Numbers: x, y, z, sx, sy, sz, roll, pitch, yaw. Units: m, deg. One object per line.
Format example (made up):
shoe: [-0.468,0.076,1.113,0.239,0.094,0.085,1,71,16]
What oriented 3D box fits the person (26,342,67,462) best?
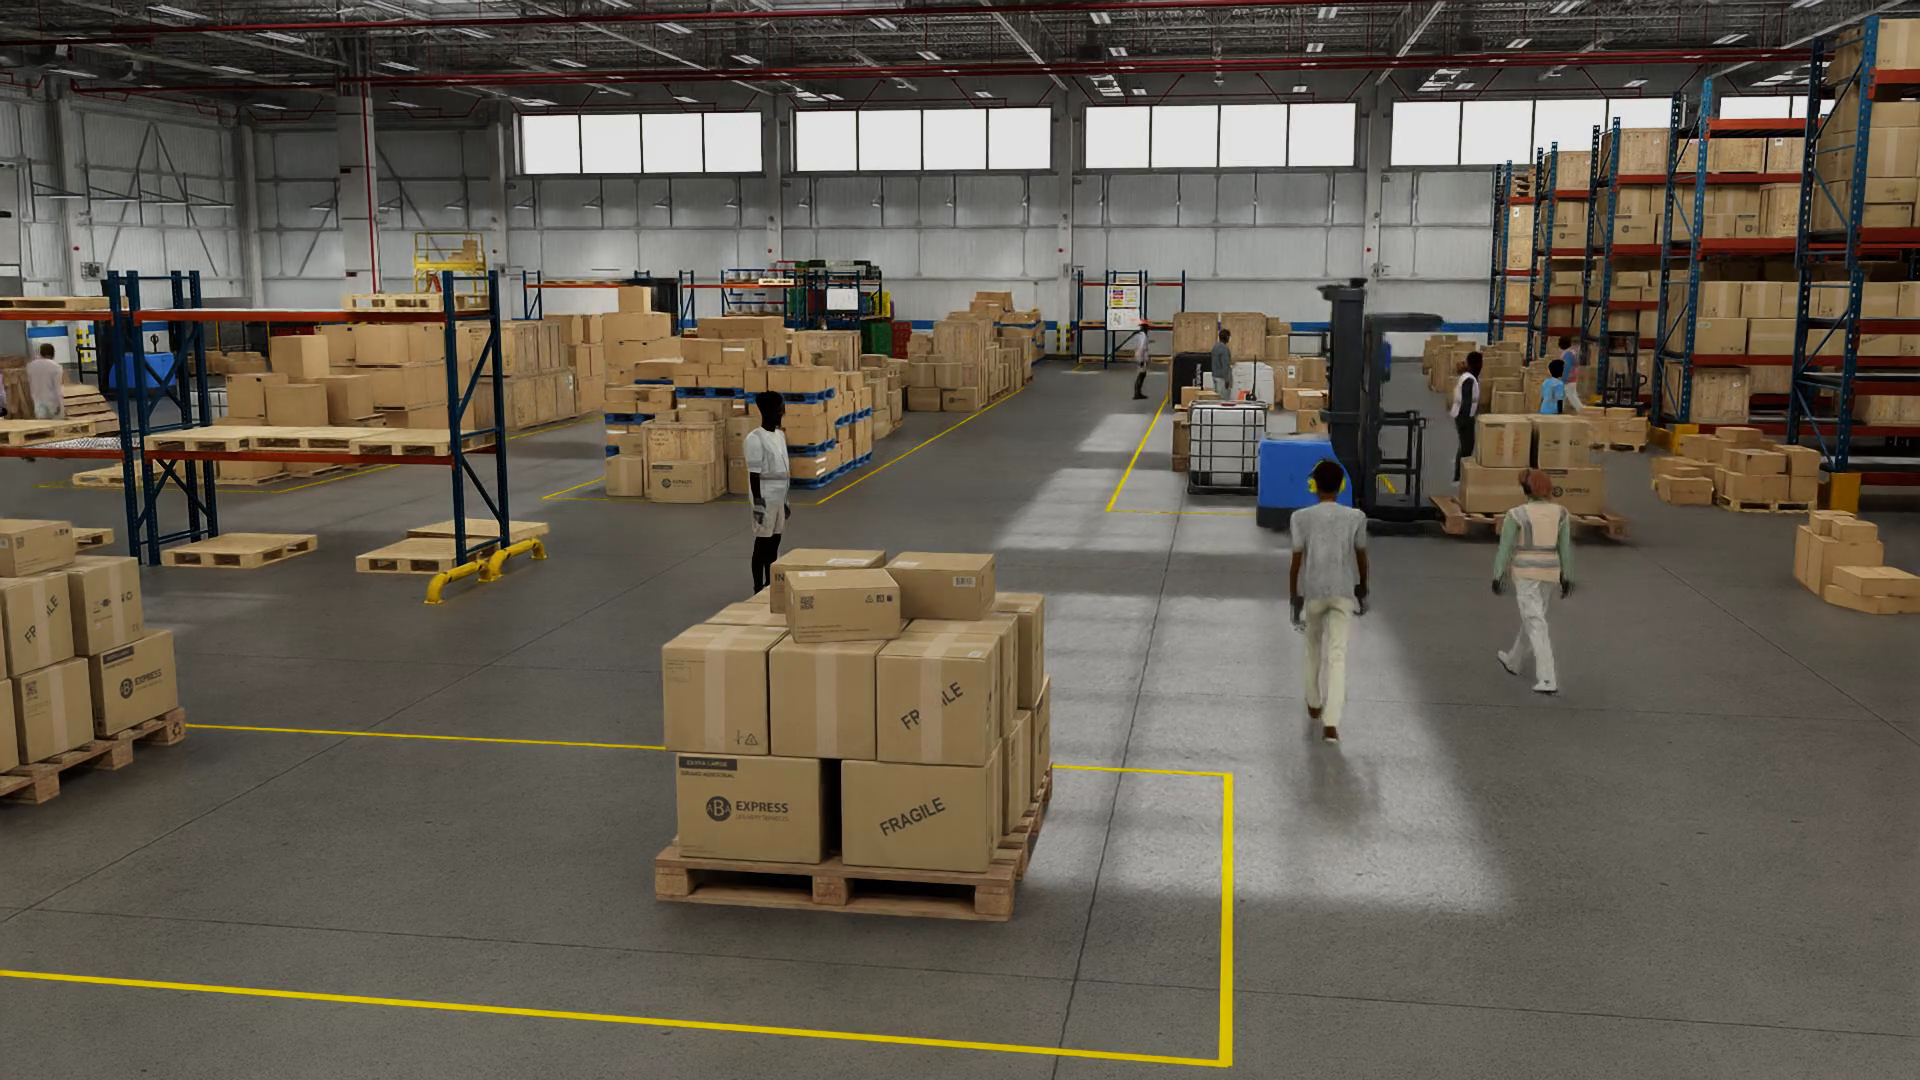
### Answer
person: [-14.564,-2.193,26.444,0.625,1.911,0.839,1,9,5]

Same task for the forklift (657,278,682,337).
forklift: [-7.900,-5.736,45.288,1.873,2.768,1.129,1,9,9]

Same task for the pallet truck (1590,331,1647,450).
pallet truck: [11.253,-2.573,28.499,0.823,1.965,1.885,5,10,27]

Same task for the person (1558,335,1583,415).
person: [11.863,-3.104,32.445,0.988,1.792,0.629,2,9,13]

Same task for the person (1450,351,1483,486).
person: [7.144,-1.715,23.497,0.432,1.902,0.656,3,10,17]

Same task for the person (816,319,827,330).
person: [-3.170,-4.082,37.990,0.373,1.940,0.629,4,10,22]

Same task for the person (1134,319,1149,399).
person: [4.292,-4.268,39.287,0.399,1.897,0.632,-1,9,-4]

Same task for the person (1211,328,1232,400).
person: [4.989,-3.071,31.751,0.356,1.938,0.633,-2,9,-12]

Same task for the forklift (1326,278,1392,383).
forklift: [10.706,-5.688,44.994,1.873,2.768,1.129,1,9,9]

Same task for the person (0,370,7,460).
person: [-15.390,-2.115,26.240,0.631,1.821,0.657,1,9,6]

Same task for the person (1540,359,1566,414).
person: [8.985,-1.890,25.209,0.320,1.695,0.538,-1,9,-8]

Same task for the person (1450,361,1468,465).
person: [7.876,-1.990,26.025,0.322,1.630,0.528,0,9,1]

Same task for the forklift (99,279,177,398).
forklift: [-19.606,-4.720,39.027,1.873,2.768,1.129,1,9,9]

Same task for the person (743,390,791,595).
person: [-1.713,-0.371,15.016,0.367,1.966,0.607,3,10,19]

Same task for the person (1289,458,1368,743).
person: [2.404,0.375,10.865,0.513,1.827,0.976,3,10,15]

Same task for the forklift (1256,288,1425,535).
forklift: [4.433,-1.527,19.333,1.873,2.768,1.129,1,9,9]

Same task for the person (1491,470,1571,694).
person: [4.150,0.284,12.113,0.531,1.585,0.907,-2,9,-13]

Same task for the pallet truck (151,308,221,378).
pallet truck: [-21.869,-5.598,47.154,0.823,1.965,1.885,4,10,26]
